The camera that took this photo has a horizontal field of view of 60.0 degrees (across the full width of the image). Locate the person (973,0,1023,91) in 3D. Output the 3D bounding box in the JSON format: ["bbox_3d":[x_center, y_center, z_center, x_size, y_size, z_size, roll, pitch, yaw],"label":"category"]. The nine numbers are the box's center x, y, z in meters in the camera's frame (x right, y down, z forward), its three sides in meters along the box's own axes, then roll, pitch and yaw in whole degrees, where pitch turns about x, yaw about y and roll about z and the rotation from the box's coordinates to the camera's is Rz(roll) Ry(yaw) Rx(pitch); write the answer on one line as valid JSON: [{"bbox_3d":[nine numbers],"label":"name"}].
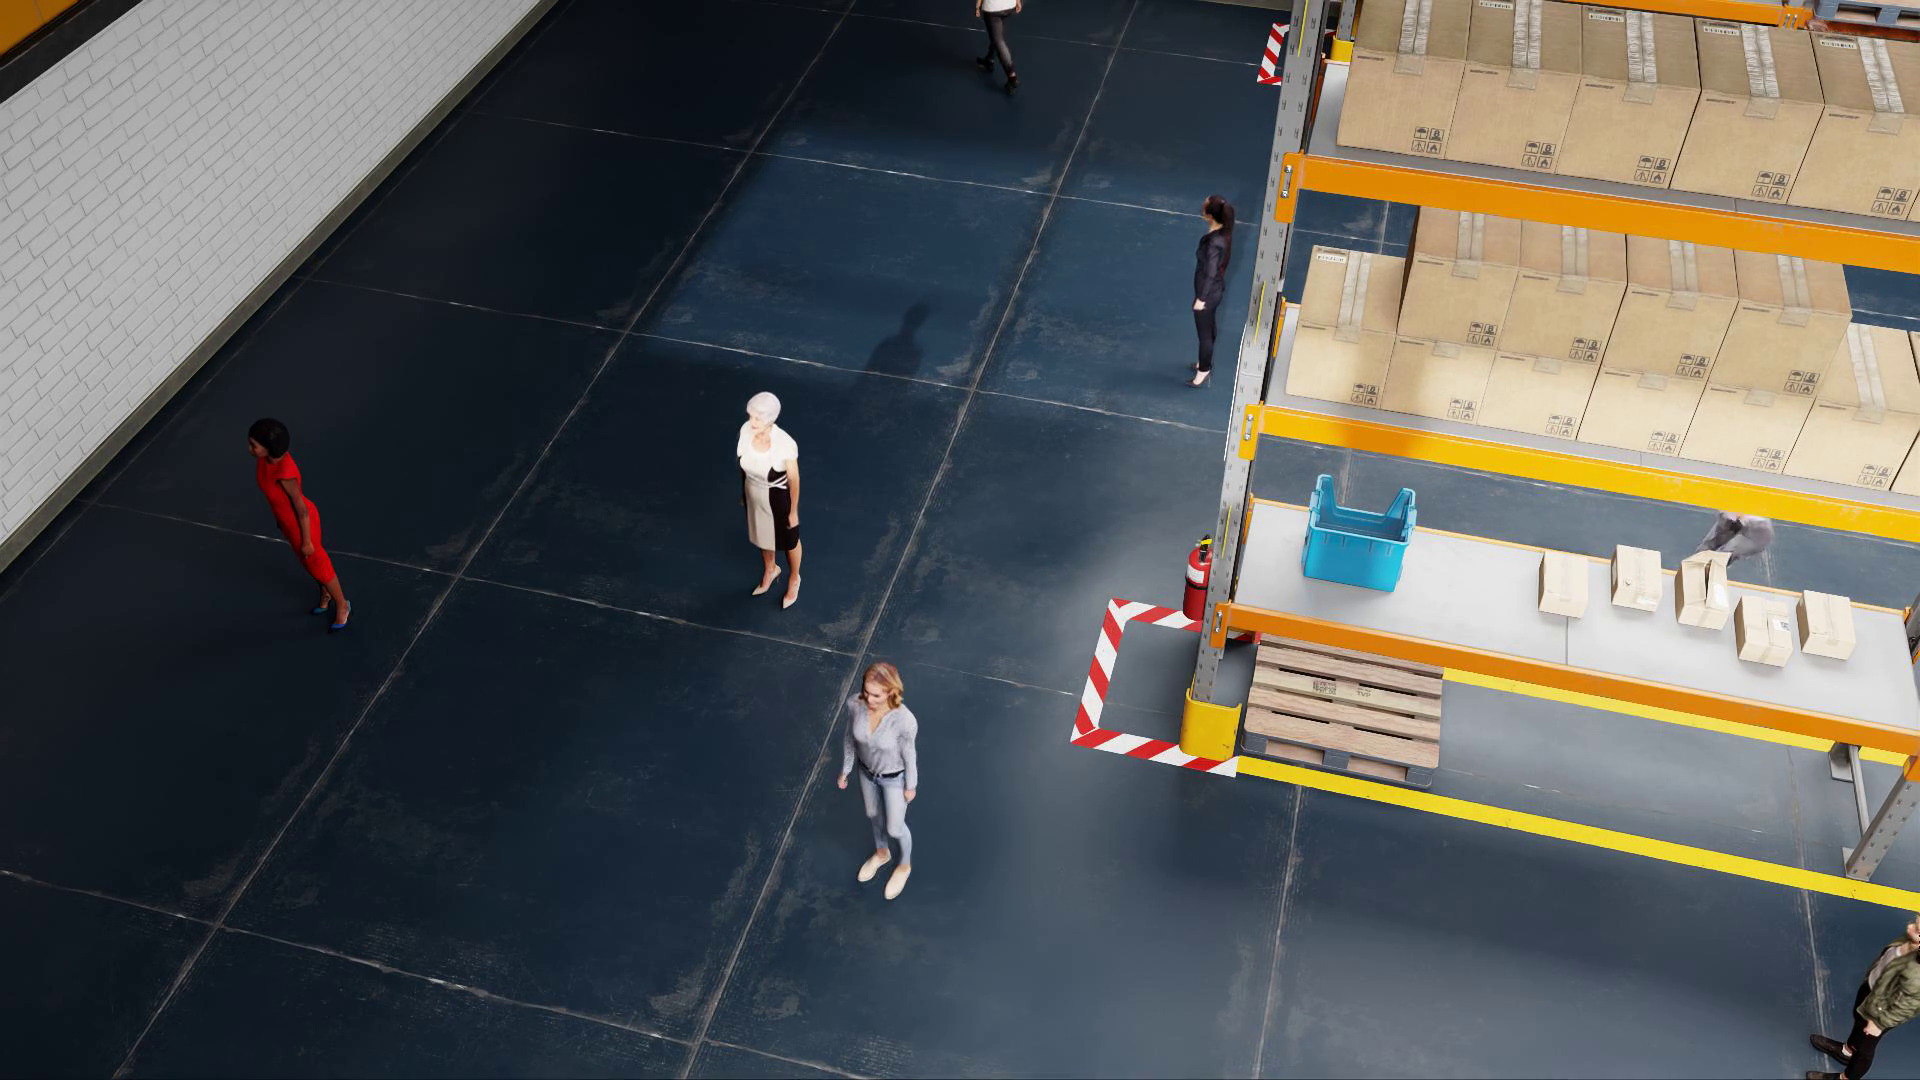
[{"bbox_3d":[0.416,-5.261,16.390,1.056,1.689,1.149,-25,49,-24],"label":"person"}]

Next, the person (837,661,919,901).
[{"bbox_3d":[-0.426,1.297,9.429,0.610,1.796,0.730,24,49,23],"label":"person"}]

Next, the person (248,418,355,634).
[{"bbox_3d":[-4.339,-0.097,10.929,0.705,1.744,0.602,-31,52,-29],"label":"person"}]

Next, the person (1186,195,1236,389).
[{"bbox_3d":[1.929,-1.930,12.877,0.471,1.712,0.577,12,45,13],"label":"person"}]

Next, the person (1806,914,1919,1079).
[{"bbox_3d":[4.751,2.360,8.546,0.562,1.475,0.625,19,47,19],"label":"person"}]

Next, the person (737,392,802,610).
[{"bbox_3d":[-1.253,-0.273,11.105,0.573,1.756,0.743,24,48,23],"label":"person"}]
